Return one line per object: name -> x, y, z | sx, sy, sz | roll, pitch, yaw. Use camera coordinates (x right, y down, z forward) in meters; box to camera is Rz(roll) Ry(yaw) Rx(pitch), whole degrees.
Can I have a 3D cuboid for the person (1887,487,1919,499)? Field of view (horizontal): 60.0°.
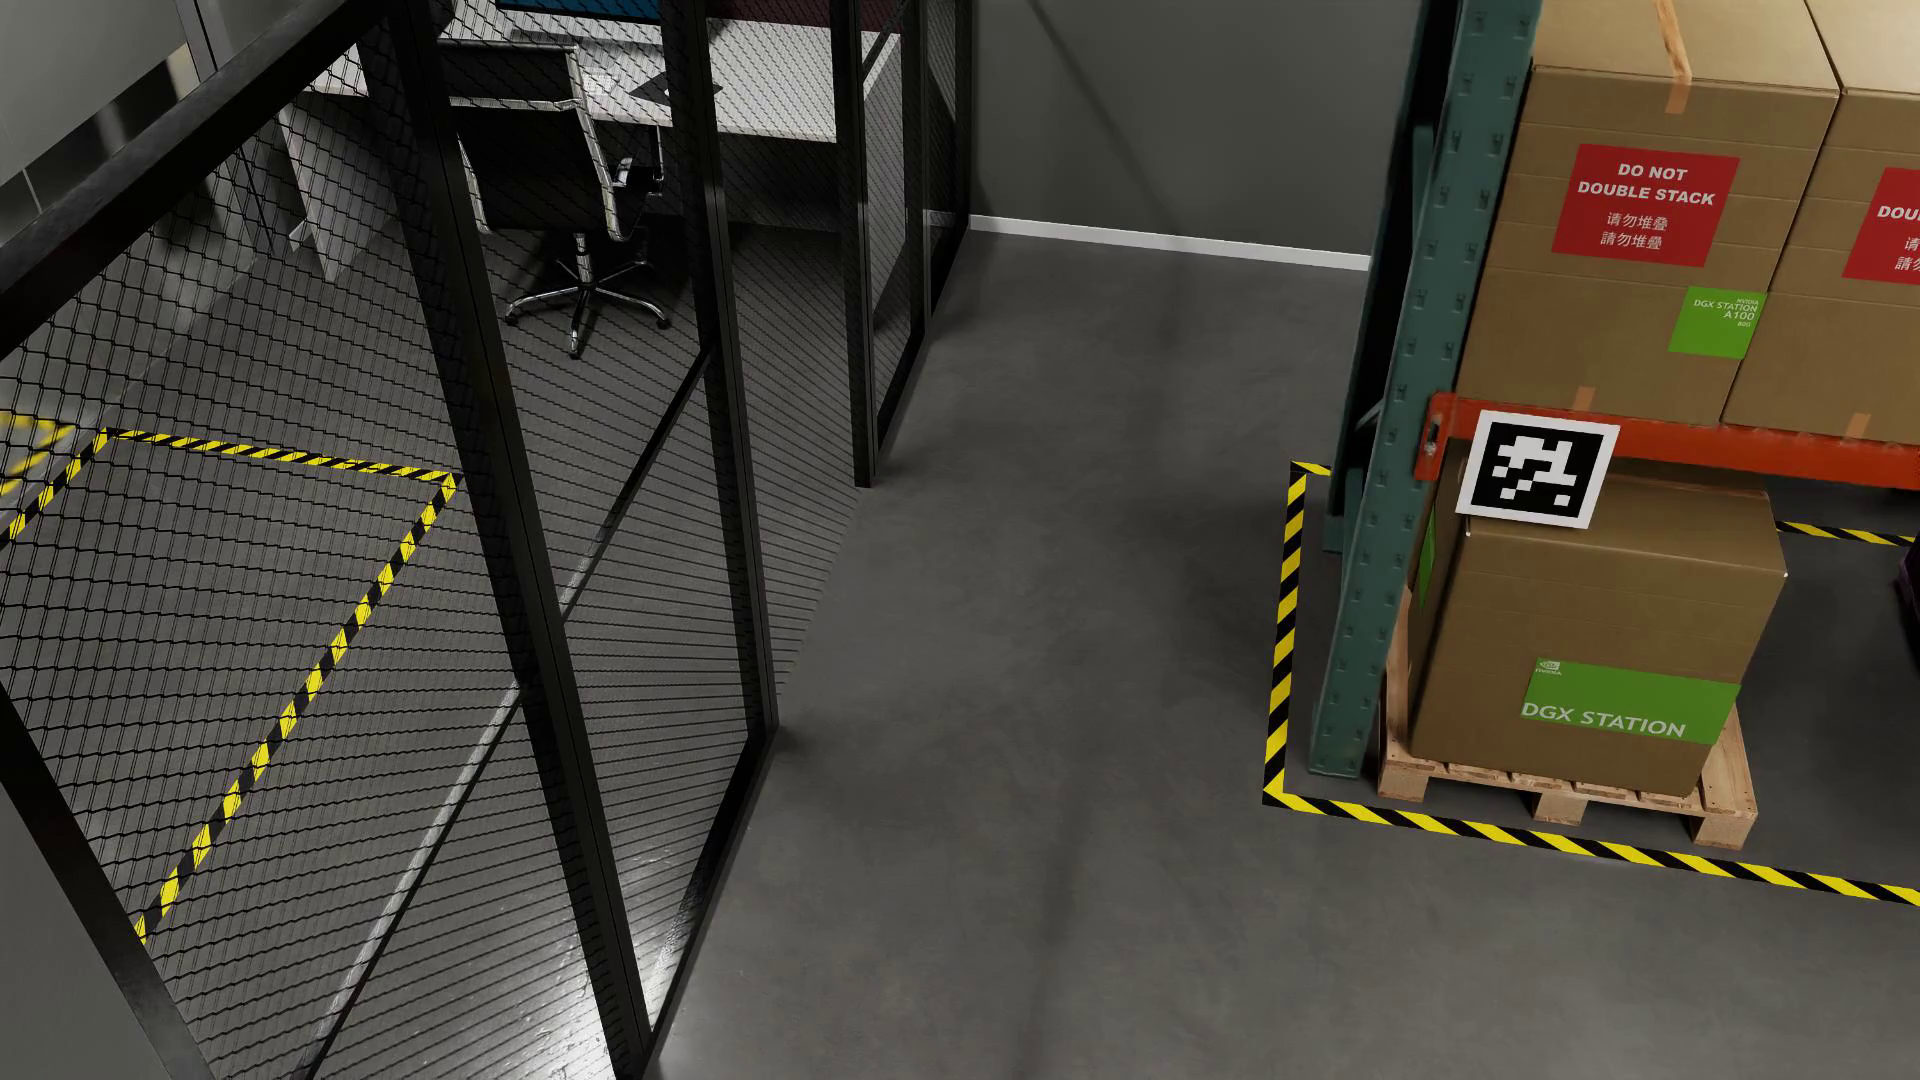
person -> 2.637, -0.858, 4.596 | 0.843, 1.805, 0.604 | 4, 41, 5
